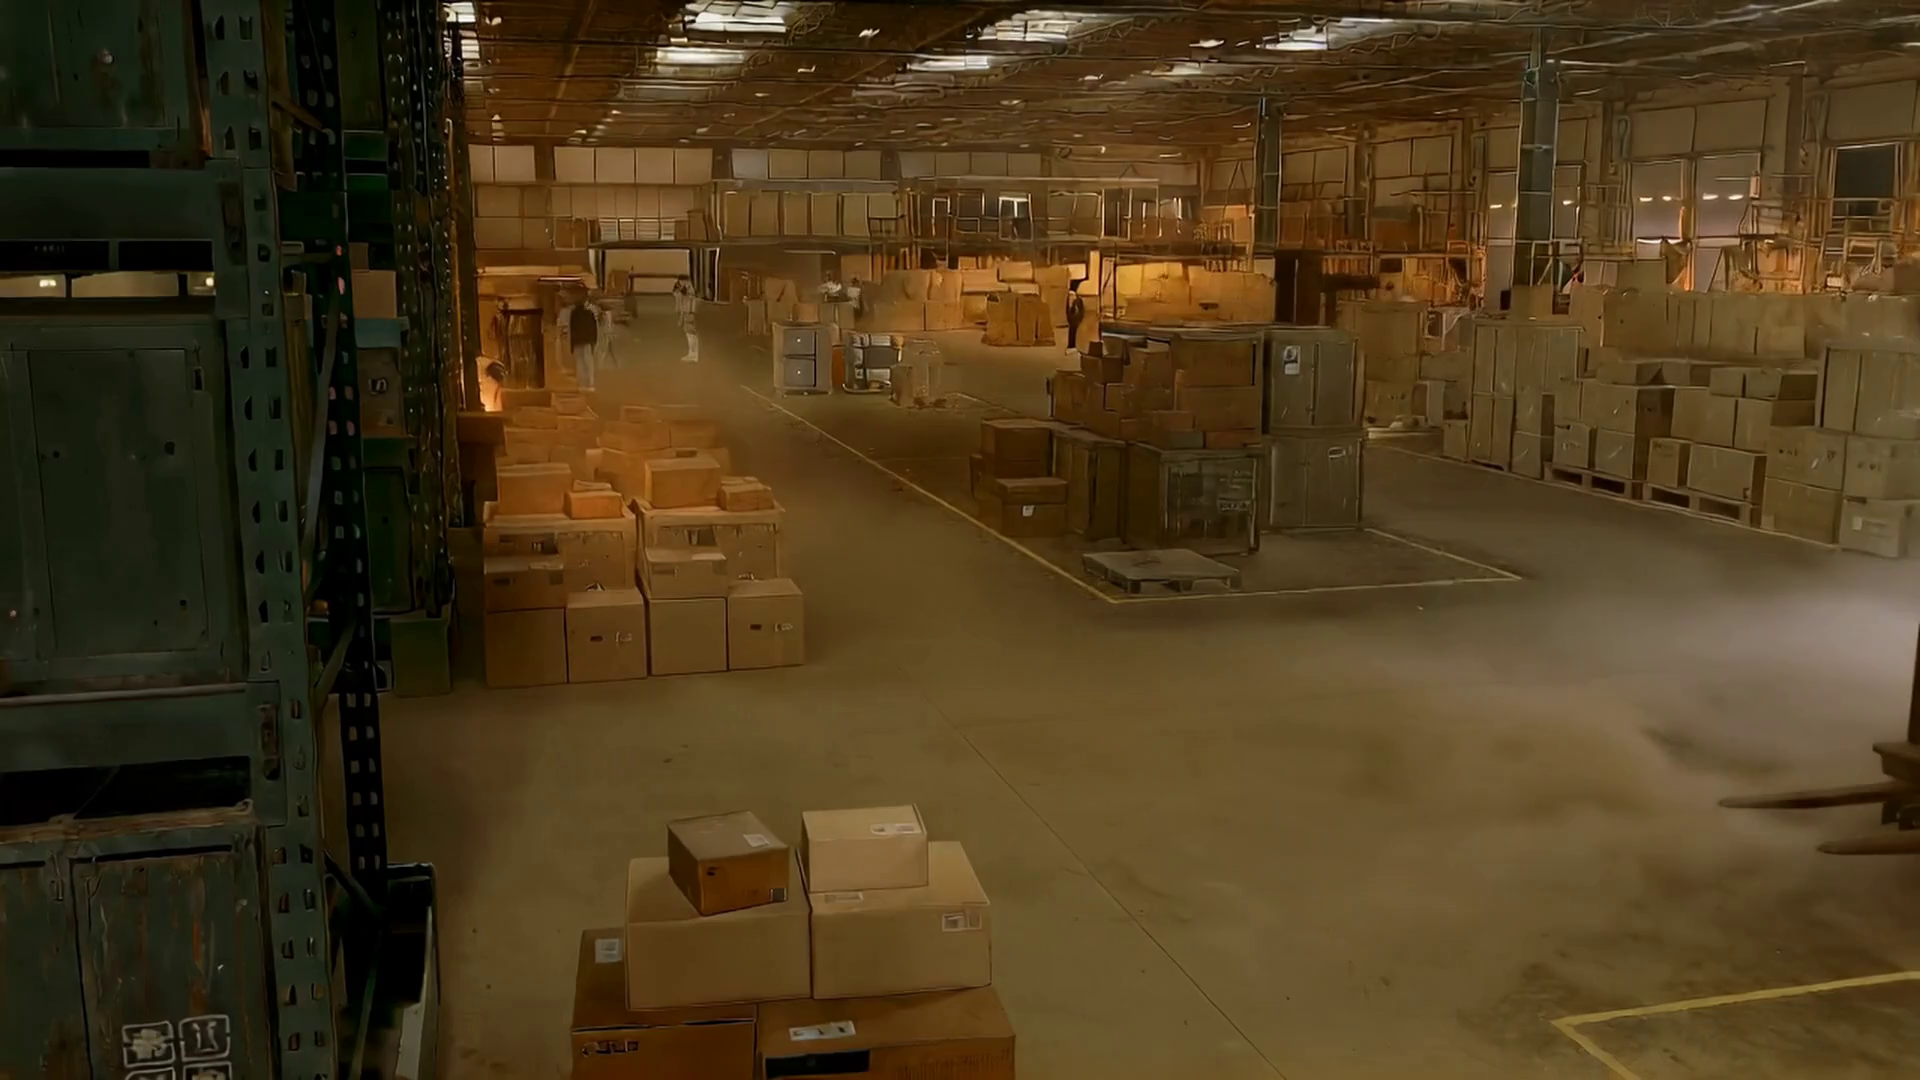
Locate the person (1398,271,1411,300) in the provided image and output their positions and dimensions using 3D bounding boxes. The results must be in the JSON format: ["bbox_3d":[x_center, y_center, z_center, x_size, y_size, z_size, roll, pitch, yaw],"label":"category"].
[{"bbox_3d":[20.681,-11.645,77.304,1.087,1.762,0.626,9,13,40],"label":"person"}]

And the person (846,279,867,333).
[{"bbox_3d":[-3.301,-7.296,52.432,0.587,1.850,1.081,8,13,39],"label":"person"}]

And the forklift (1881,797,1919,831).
[{"bbox_3d":[5.582,0.090,7.661,1.873,2.768,1.129,-3,10,-15],"label":"forklift"}]

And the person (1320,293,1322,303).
[{"bbox_3d":[11.776,-7.737,55.338,0.530,1.695,0.321,2,10,9],"label":"person"}]

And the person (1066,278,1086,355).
[{"bbox_3d":[3.084,-5.954,44.262,0.536,2.000,0.678,1,10,6],"label":"person"}]

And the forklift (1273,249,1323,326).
[{"bbox_3d":[4.855,-2.824,24.162,1.873,2.768,1.129,-3,10,-15],"label":"forklift"}]

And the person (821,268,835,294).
[{"bbox_3d":[-5.750,-10.878,72.500,0.617,1.929,0.988,5,11,25],"label":"person"}]

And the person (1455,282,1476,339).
[{"bbox_3d":[15.666,-7.114,51.573,1.006,1.784,0.621,-10,14,-43],"label":"person"}]

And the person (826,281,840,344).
[{"bbox_3d":[-3.734,-6.680,48.890,0.571,1.854,0.553,4,11,23],"label":"person"}]

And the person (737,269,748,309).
[{"bbox_3d":[-10.007,-11.544,76.535,0.510,1.832,0.400,-9,13,-41],"label":"person"}]

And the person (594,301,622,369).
[{"bbox_3d":[-8.304,-4.822,39.158,0.886,1.585,0.573,4,11,22],"label":"person"}]

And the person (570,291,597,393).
[{"bbox_3d":[-7.417,-3.877,32.635,0.623,1.992,0.396,5,11,28],"label":"person"}]

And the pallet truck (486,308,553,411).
[{"bbox_3d":[-6.242,-2.418,24.362,0.823,1.965,1.885,1,10,3],"label":"pallet truck"}]

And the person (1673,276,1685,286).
[{"bbox_3d":[24.259,-7.996,56.320,0.643,1.857,0.982,7,12,35],"label":"person"}]

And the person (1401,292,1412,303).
[{"bbox_3d":[9.299,-4.241,34.933,0.662,1.906,0.885,-2,10,-11],"label":"person"}]

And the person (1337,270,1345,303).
[{"bbox_3d":[15.910,-10.395,69.776,0.568,1.908,0.752,7,12,34],"label":"person"}]

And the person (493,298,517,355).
[{"bbox_3d":[-10.388,-4.677,38.015,0.541,1.698,0.318,-4,11,-19],"label":"person"}]

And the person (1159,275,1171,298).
[{"bbox_3d":[7.469,-8.680,60.317,0.983,1.826,0.540,9,13,41],"label":"person"}]

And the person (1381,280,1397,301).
[{"bbox_3d":[12.414,-6.597,48.286,0.637,1.913,0.847,-8,13,-40],"label":"person"}]

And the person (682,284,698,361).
[{"bbox_3d":[-6.784,-5.458,41.746,0.375,1.939,0.546,-7,12,-36],"label":"person"}]

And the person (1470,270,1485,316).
[{"bbox_3d":[20.476,-9.748,66.007,0.577,1.966,0.653,-4,11,-19],"label":"person"}]

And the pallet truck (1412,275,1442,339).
[{"bbox_3d":[14.620,-7.324,52.145,0.823,1.965,1.885,8,13,40],"label":"pallet truck"}]

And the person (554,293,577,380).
[{"bbox_3d":[-8.522,-4.351,35.677,0.601,1.859,0.782,6,12,31],"label":"person"}]

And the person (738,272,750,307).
[{"bbox_3d":[-9.342,-10.698,71.941,0.531,1.747,0.662,1,10,5],"label":"person"}]

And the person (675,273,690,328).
[{"bbox_3d":[-9.763,-8.442,58.697,0.590,1.918,0.386,-1,10,-4],"label":"person"}]

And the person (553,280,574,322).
[{"bbox_3d":[-11.052,-6.255,46.316,0.554,1.919,0.505,0,10,0],"label":"person"}]
